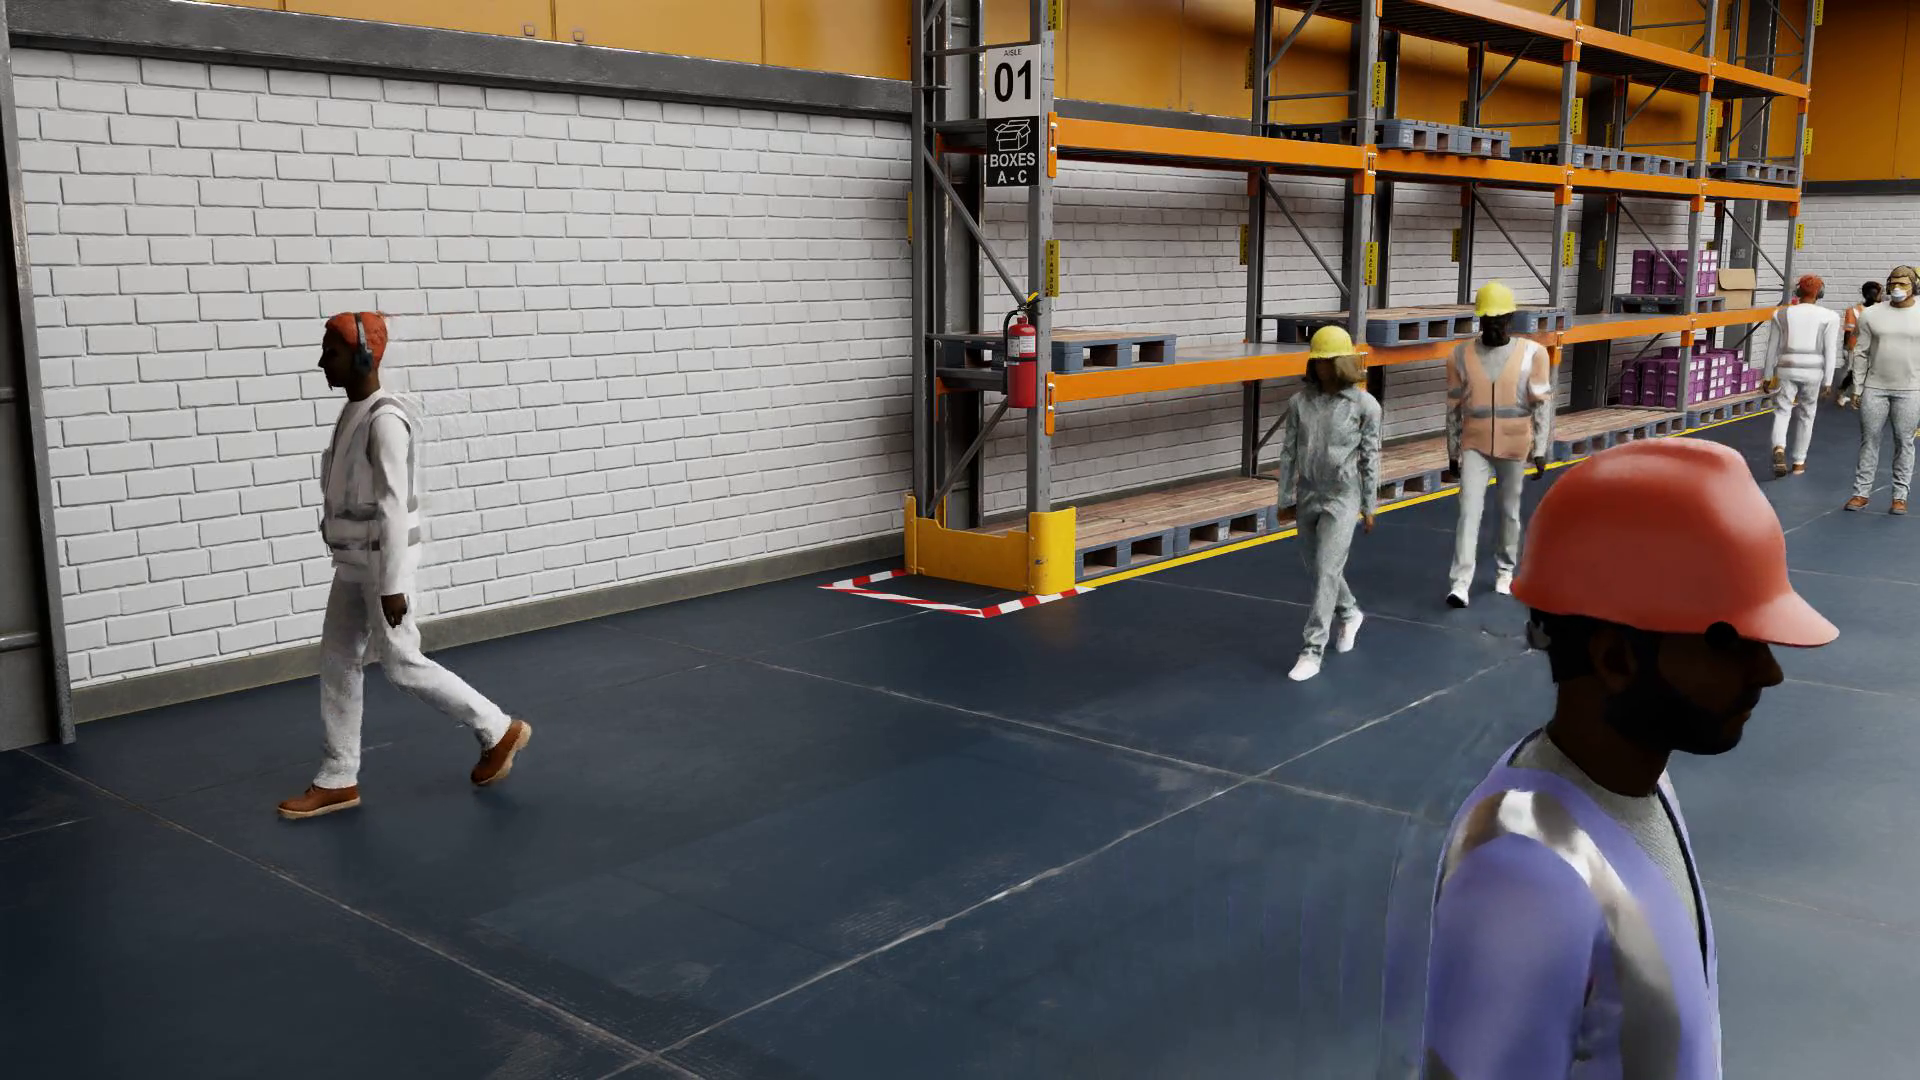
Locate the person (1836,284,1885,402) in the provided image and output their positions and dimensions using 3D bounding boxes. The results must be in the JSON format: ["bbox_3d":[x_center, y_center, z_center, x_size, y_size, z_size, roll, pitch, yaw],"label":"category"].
[{"bbox_3d":[12.129,-2.628,22.299,0.578,1.592,0.501,0,10,0],"label":"person"}]

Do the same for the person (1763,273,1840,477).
[{"bbox_3d":[7.588,-1.481,15.053,0.591,1.857,0.856,6,11,30],"label":"person"}]

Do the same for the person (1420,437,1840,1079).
[{"bbox_3d":[0.644,0.817,1.870,0.976,1.895,0.559,5,11,27],"label":"person"}]

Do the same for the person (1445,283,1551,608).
[{"bbox_3d":[3.119,-0.551,9.713,0.607,1.871,1.008,4,11,24],"label":"person"}]

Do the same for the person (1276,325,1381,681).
[{"bbox_3d":[1.843,-0.214,8.244,0.494,1.709,0.842,8,13,39],"label":"person"}]

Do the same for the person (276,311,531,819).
[{"bbox_3d":[-2.085,0.085,6.146,0.860,1.857,0.584,-6,12,-33],"label":"person"}]

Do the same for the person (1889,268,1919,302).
[{"bbox_3d":[12.340,-2.616,21.605,0.610,1.813,0.549,5,11,26],"label":"person"}]

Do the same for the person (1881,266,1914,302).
[{"bbox_3d":[12.325,-2.676,21.882,0.524,1.850,0.407,4,11,21],"label":"person"}]

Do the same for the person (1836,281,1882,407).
[{"bbox_3d":[11.276,-2.401,20.794,0.536,1.682,0.528,1,10,7],"label":"person"}]

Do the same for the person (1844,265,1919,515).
[{"bbox_3d":[7.310,-1.167,13.018,0.629,1.940,0.377,8,13,40],"label":"person"}]
